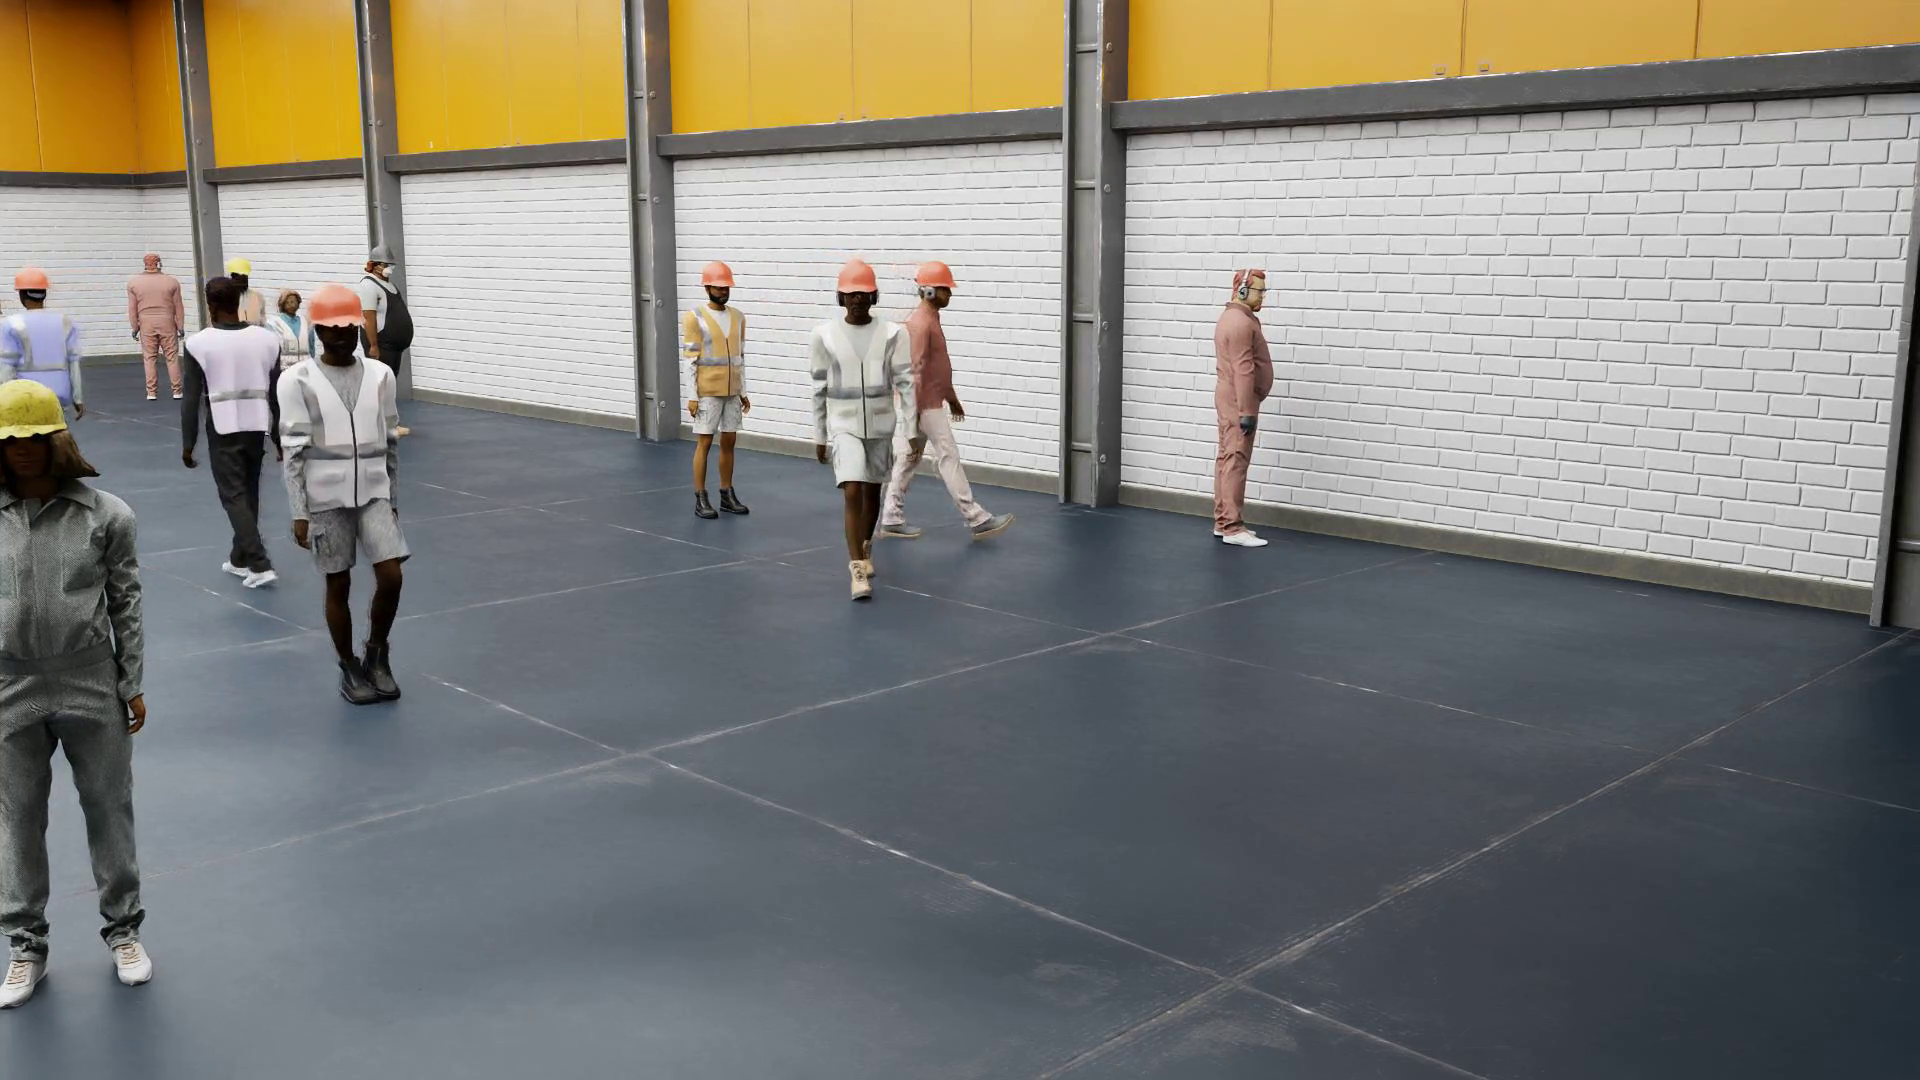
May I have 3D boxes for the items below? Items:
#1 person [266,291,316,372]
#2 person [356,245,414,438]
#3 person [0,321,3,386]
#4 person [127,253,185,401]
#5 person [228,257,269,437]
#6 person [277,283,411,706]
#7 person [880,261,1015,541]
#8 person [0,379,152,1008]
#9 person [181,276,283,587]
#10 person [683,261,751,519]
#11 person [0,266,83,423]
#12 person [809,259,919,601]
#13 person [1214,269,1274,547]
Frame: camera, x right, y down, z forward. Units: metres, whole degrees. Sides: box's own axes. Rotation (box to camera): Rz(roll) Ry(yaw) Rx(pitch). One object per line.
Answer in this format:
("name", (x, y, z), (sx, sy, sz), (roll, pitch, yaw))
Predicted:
("person", (-6.496, -1.631, 16.252), (0.877, 1.585, 0.536), (9, 14, 41))
("person", (-6.048, -2.097, 17.577), (0.536, 2.000, 0.683), (0, 10, 1))
("person", (-8.865, -1.459, 15.218), (0.380, 1.623, 0.548), (-2, 11, -11))
("person", (-10.396, -2.756, 21.560), (0.644, 1.900, 0.400), (-4, 11, -20))
("person", (-7.665, -2.058, 17.724), (0.710, 1.911, 0.597), (10, 14, 43))
("person", (-2.742, -0.182, 7.461), (0.557, 1.916, 0.500), (-8, 13, -37))
("person", (-0.111, -0.957, 11.621), (0.995, 1.946, 0.614), (0, 10, 0))
("person", (-2.533, 0.423, 4.650), (0.487, 1.744, 0.294), (-5, 12, -26))
("person", (-4.439, -0.659, 10.167), (0.822, 1.891, 0.609), (9, 13, 39))
("person", (-1.817, -1.133, 12.602), (0.551, 1.935, 0.371), (-10, 14, -43))
("person", (-6.885, -1.104, 12.542), (0.910, 1.910, 0.551), (8, 13, 36))
("person", (-0.581, -0.684, 10.022), (0.632, 1.992, 1.055), (-2, 11, -9))
("person", (1.962, -0.916, 11.523), (0.403, 1.904, 0.637), (0, 10, 1))
